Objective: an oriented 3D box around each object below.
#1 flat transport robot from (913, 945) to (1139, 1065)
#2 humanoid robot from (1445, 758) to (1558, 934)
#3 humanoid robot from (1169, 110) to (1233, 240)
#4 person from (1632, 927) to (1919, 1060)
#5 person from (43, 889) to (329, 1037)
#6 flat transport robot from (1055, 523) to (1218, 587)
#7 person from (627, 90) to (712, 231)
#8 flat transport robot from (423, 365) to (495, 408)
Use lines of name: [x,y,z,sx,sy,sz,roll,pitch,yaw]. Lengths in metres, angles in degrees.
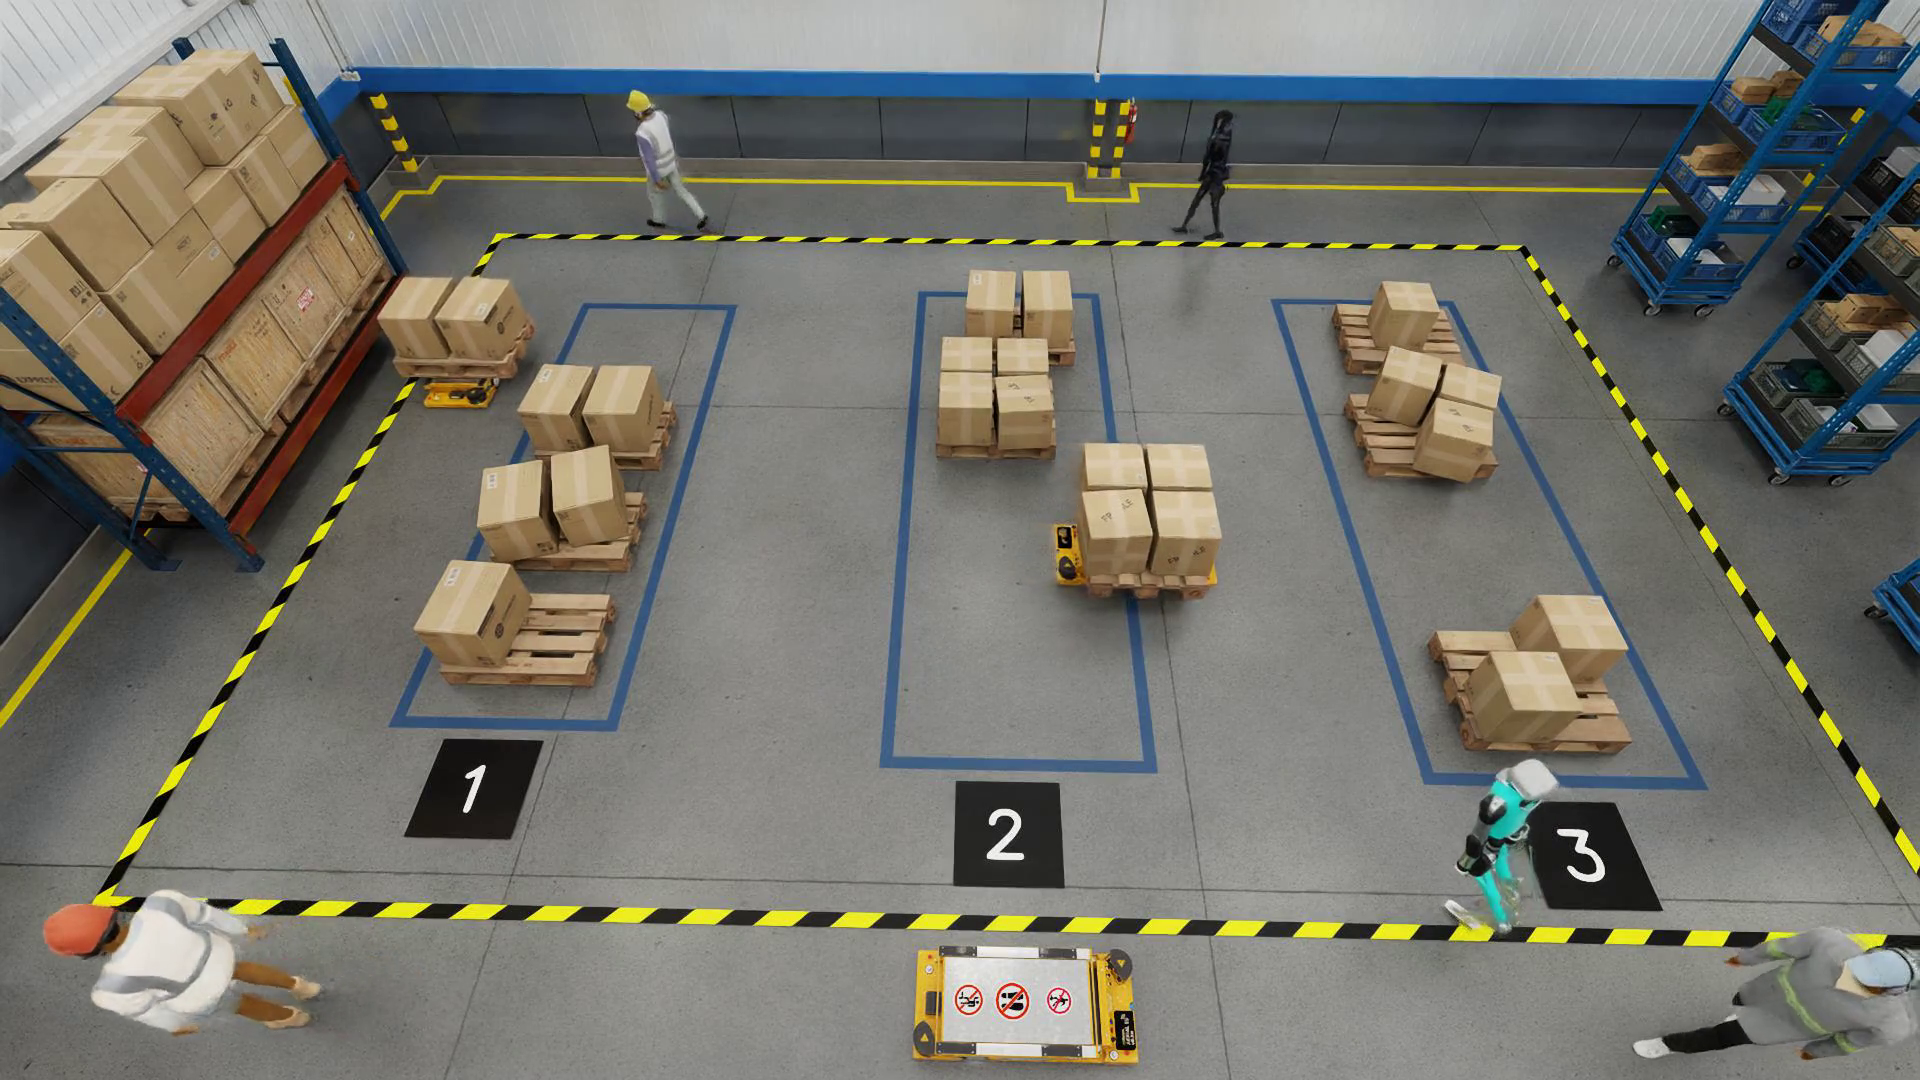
flat transport robot: [0.422,3.041,6.007,1.431,0.231,0.659,1,51,1]
humanoid robot: [3.492,2.108,5.856,0.538,1.820,0.838,-27,56,-20]
humanoid robot: [3.053,-4.414,11.189,0.687,1.637,0.590,-8,51,-6]
person: [4.833,2.673,5.308,0.895,1.818,0.598,-4,51,-3]
person: [-4.430,2.512,5.302,0.424,2.029,0.621,-1,51,-1]
flat transport robot: [1.601,0.105,8.382,1.431,0.197,0.652,1,51,1]
person: [-3.631,-4.616,11.263,0.870,1.796,0.589,20,54,16]
flat transport robot: [-5.337,-2.007,10.104,0.652,0.197,1.431,1,51,1]
